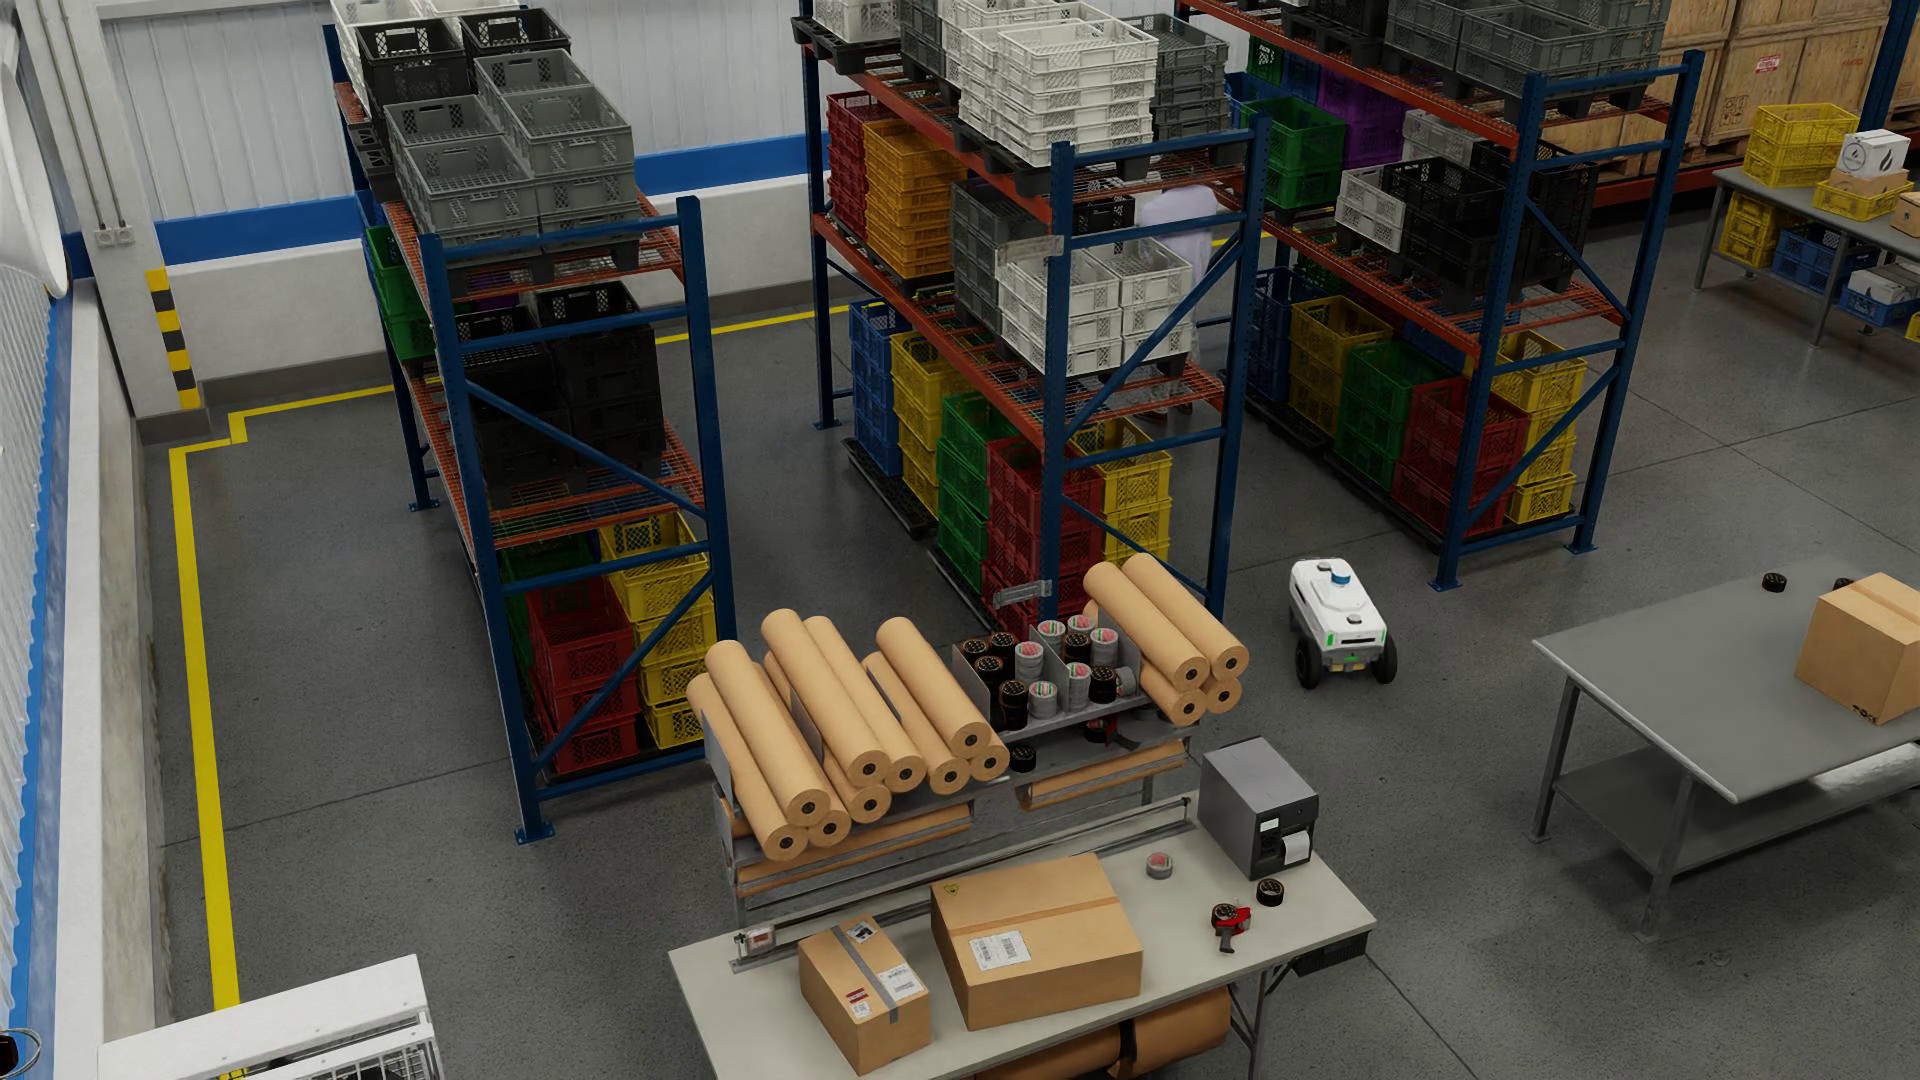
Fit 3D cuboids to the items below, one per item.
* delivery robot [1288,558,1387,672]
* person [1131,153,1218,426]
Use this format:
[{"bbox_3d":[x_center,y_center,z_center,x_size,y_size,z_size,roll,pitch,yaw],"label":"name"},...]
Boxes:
[{"bbox_3d":[2.033,0.370,8.988,0.477,0.478,0.707,-4,32,-6],"label":"delivery robot"},{"bbox_3d":[1.410,-1.696,11.120,0.629,1.940,0.376,-21,37,-30],"label":"person"}]
